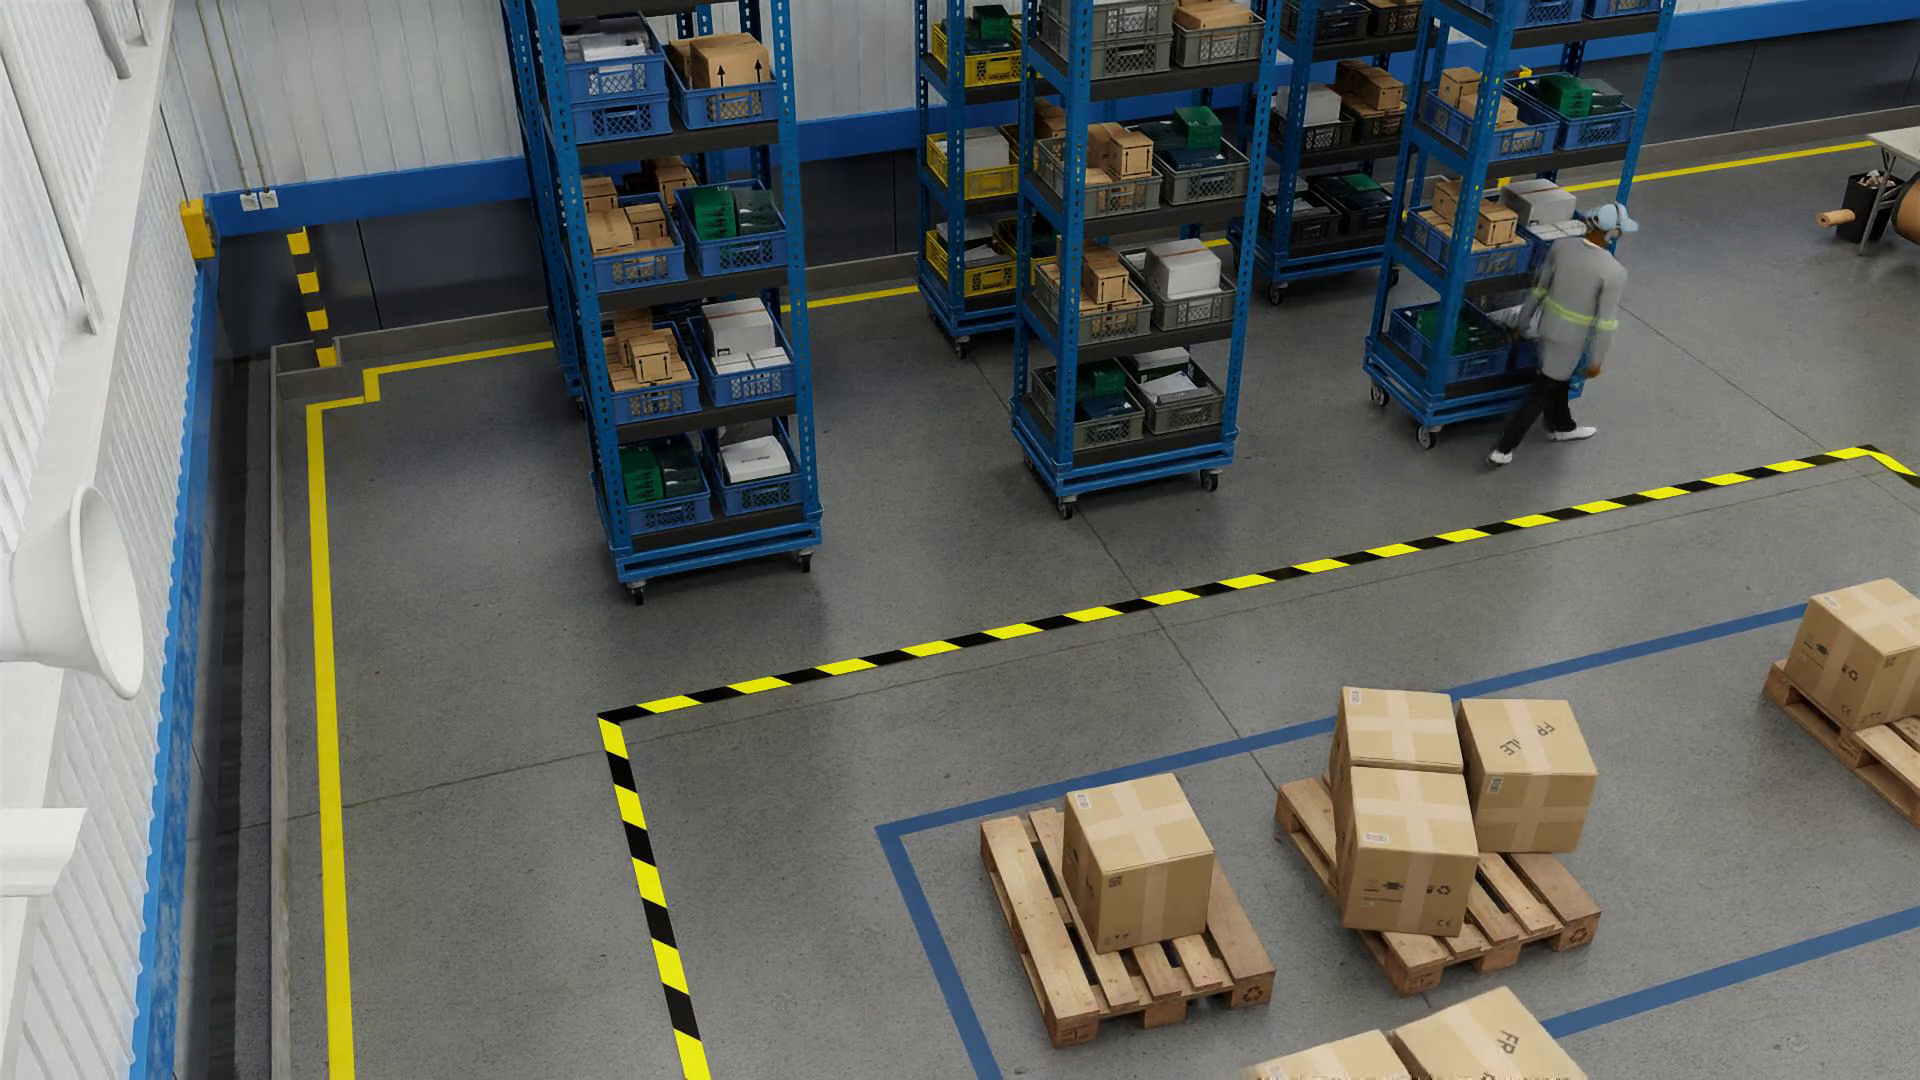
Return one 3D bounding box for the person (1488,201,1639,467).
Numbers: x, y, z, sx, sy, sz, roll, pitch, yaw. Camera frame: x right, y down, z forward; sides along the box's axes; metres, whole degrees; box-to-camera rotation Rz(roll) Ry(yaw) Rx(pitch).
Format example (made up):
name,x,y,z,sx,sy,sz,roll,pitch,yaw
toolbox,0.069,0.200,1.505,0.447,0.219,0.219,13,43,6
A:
name,x,y,z,sx,sy,sz,roll,pitch,yaw
person,3.831,-1.306,10.589,0.947,1.794,0.644,-15,38,-20
